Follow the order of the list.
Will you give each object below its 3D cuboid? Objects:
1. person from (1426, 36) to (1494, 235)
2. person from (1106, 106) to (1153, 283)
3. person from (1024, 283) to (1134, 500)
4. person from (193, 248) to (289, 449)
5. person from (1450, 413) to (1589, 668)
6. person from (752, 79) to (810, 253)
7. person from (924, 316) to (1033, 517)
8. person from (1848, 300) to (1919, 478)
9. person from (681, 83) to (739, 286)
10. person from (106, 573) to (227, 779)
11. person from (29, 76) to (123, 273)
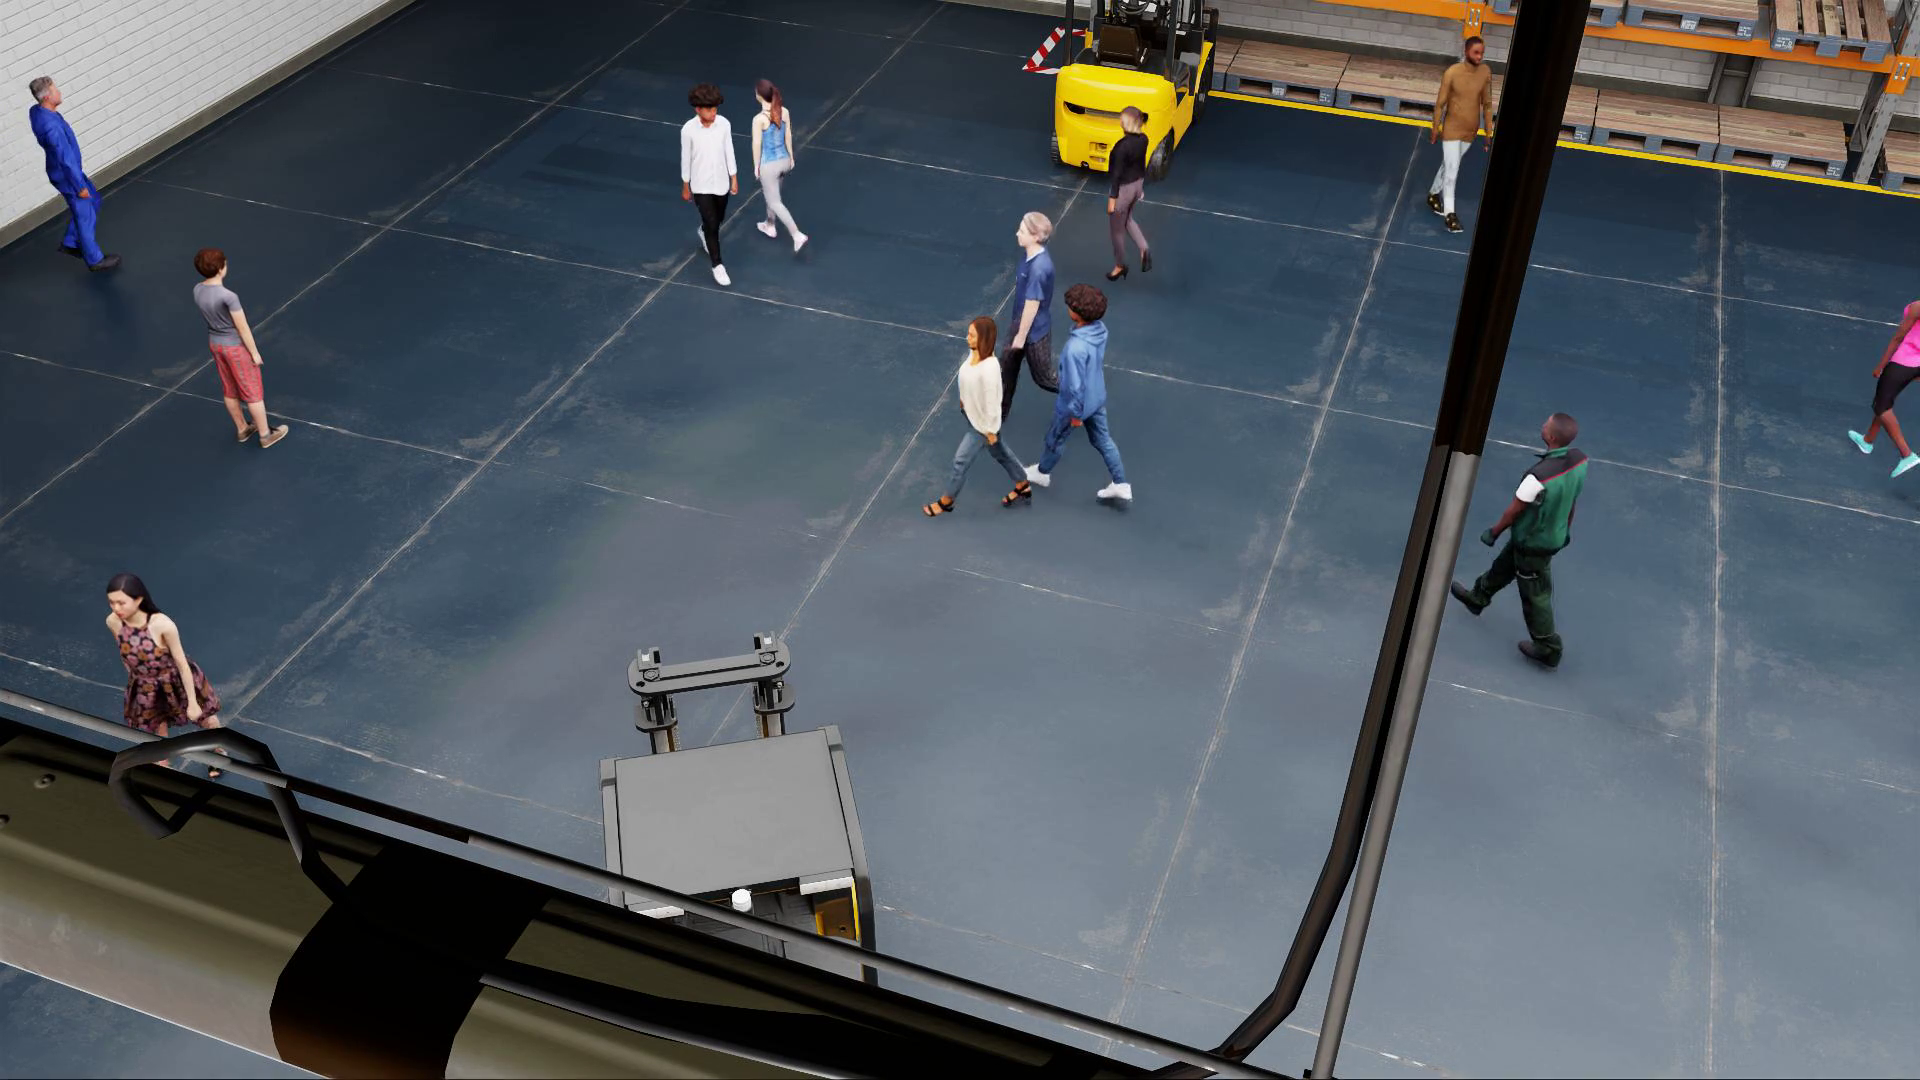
[{"bbox_3d":[4.631,-3.864,15.584,1.069,1.781,1.048,-10,40,-12],"label":"person"},{"bbox_3d":[1.526,-2.987,14.581,0.759,1.661,0.678,22,44,25],"label":"person"},{"bbox_3d":[0.957,-1.008,12.016,1.213,1.770,0.823,20,43,23],"label":"person"},{"bbox_3d":[-5.551,-1.450,12.668,0.483,1.647,0.642,16,41,19],"label":"person"},{"bbox_3d":[3.753,0.048,10.678,1.051,1.790,1.281,-29,47,-31],"label":"person"},{"bbox_3d":[-1.652,-3.374,15.130,1.101,1.582,0.840,31,48,32],"label":"person"},{"bbox_3d":[0.245,-0.877,11.960,1.152,1.635,0.956,-6,39,-8],"label":"person"},{"bbox_3d":[7.086,-1.248,12.369,0.985,1.705,0.978,-10,40,-13],"label":"person"},{"bbox_3d":[-2.252,-3.221,14.786,1.105,1.771,1.195,-19,42,-22],"label":"person"},{"bbox_3d":[-4.578,0.849,9.723,1.136,1.729,0.896,2,39,2],"label":"person"},{"bbox_3d":[-7.984,-3.192,14.715,0.960,1.813,0.875,-25,45,-28],"label":"person"}]
